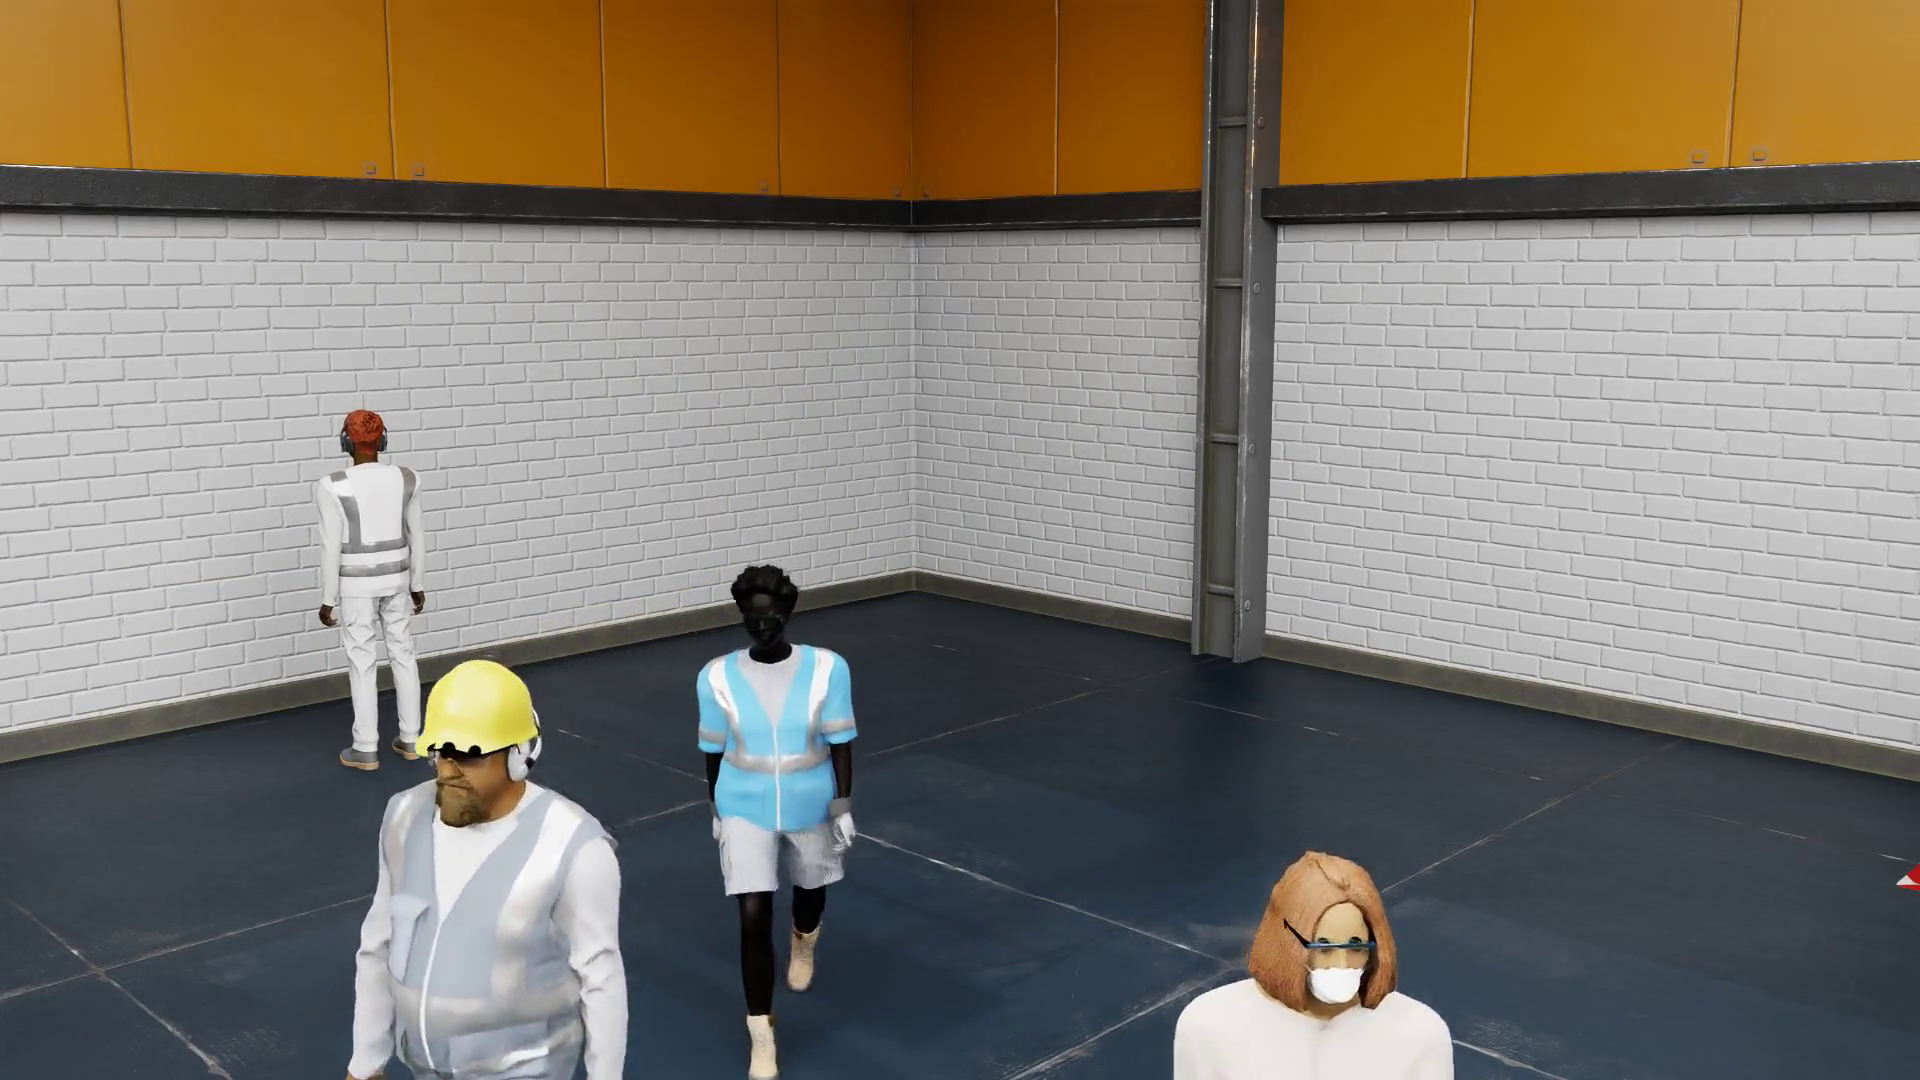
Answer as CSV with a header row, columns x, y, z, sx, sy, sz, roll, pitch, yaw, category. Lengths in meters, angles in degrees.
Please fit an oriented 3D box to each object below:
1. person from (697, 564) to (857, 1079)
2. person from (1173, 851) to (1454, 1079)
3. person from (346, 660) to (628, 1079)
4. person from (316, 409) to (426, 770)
x,y,z,sx,sy,sz,roll,pitch,yaw,category
-0.612,0.876,5.603,0.524,1.661,0.811,-1,9,-7,person
0.638,1.336,2.954,0.516,1.585,0.871,0,9,-2,person
-1.036,1.124,3.724,0.591,1.790,0.940,4,10,25,person
-3.075,0.257,8.716,0.345,1.882,0.584,9,13,43,person
